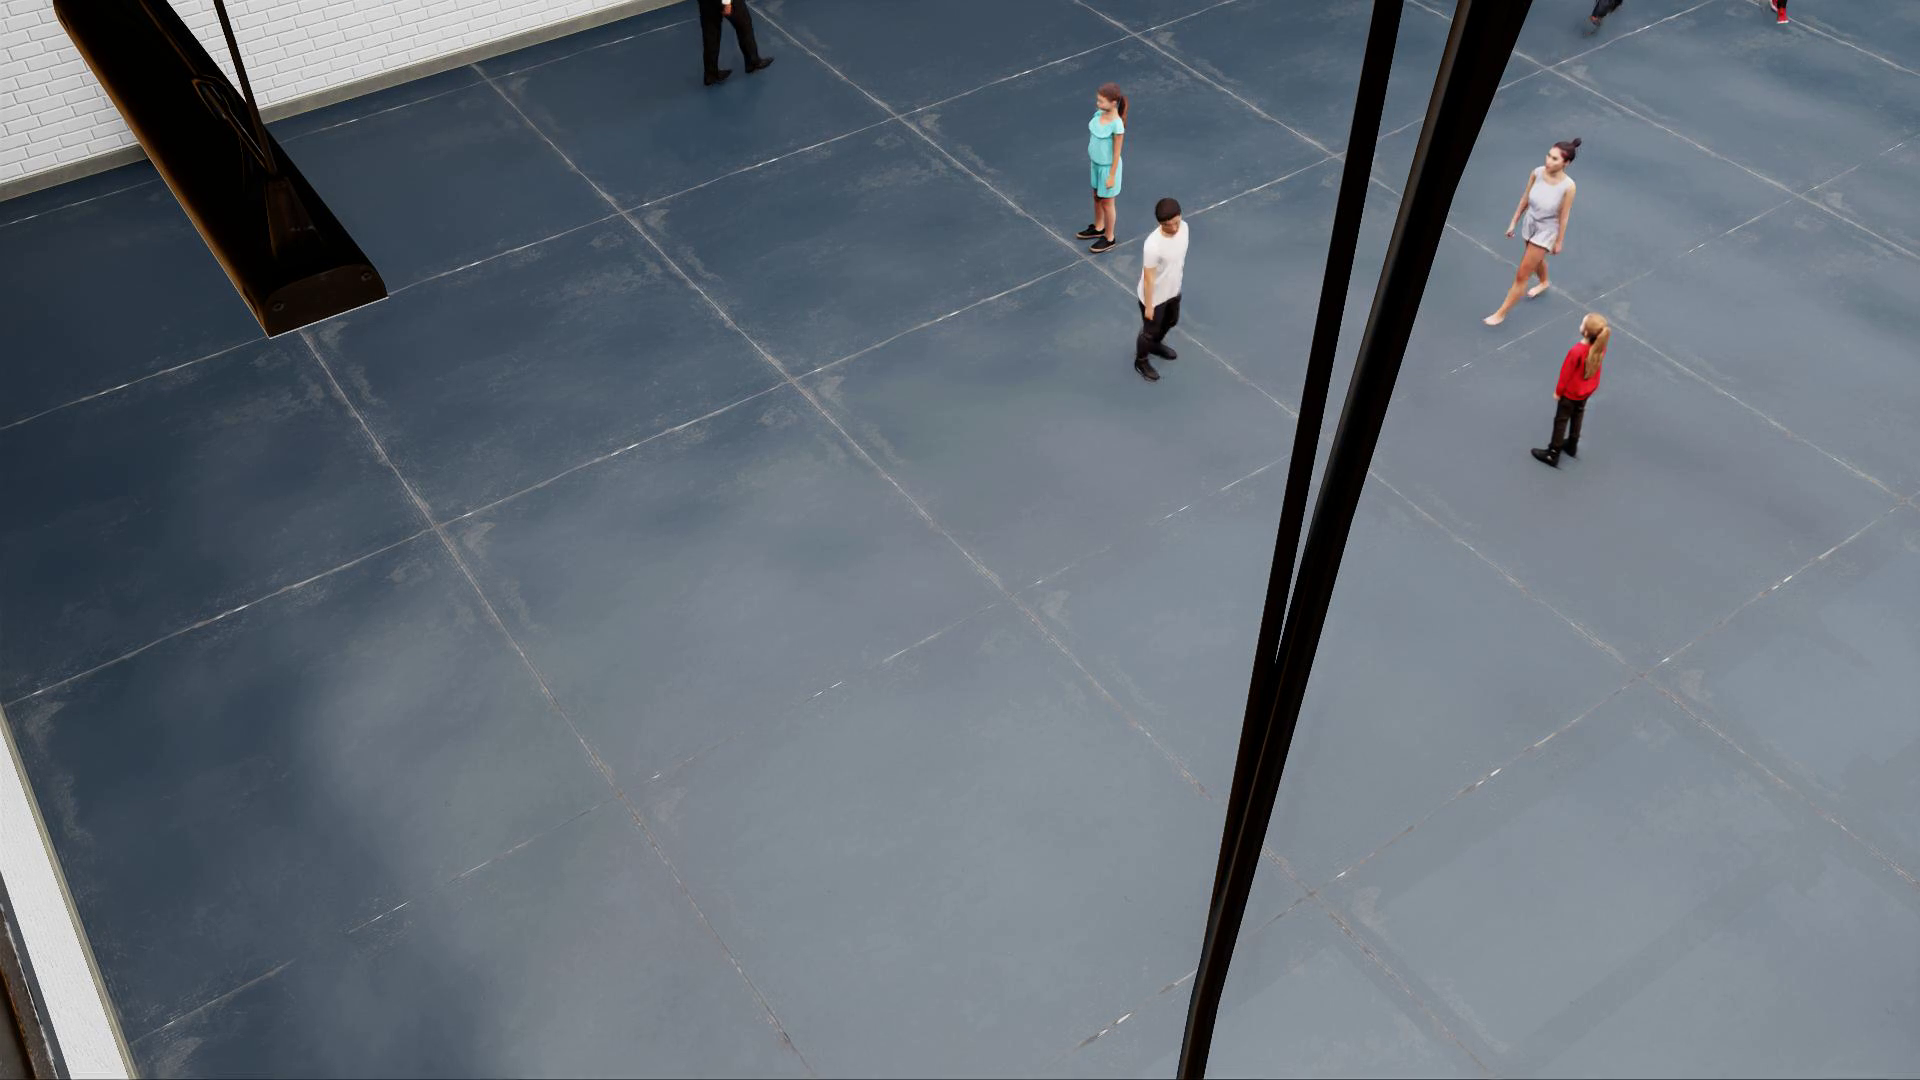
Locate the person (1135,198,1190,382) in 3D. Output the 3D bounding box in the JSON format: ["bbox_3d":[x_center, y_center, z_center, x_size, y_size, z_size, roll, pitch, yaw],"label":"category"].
[{"bbox_3d":[1.524,-1.967,12.812,0.833,1.687,0.648,20,47,20],"label":"person"}]

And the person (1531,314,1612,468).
[{"bbox_3d":[4.522,-1.114,12.210,0.411,1.281,0.537,-25,49,-24],"label":"person"}]

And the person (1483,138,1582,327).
[{"bbox_3d":[4.760,-2.530,13.494,1.074,1.560,0.603,-24,48,-23],"label":"person"}]

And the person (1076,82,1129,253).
[{"bbox_3d":[1.244,-3.203,14.202,0.600,1.558,0.592,-16,46,-16],"label":"person"}]

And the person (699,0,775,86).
[{"bbox_3d":[-2.442,-5.342,16.206,1.027,1.892,0.780,-34,53,-30],"label":"person"}]
